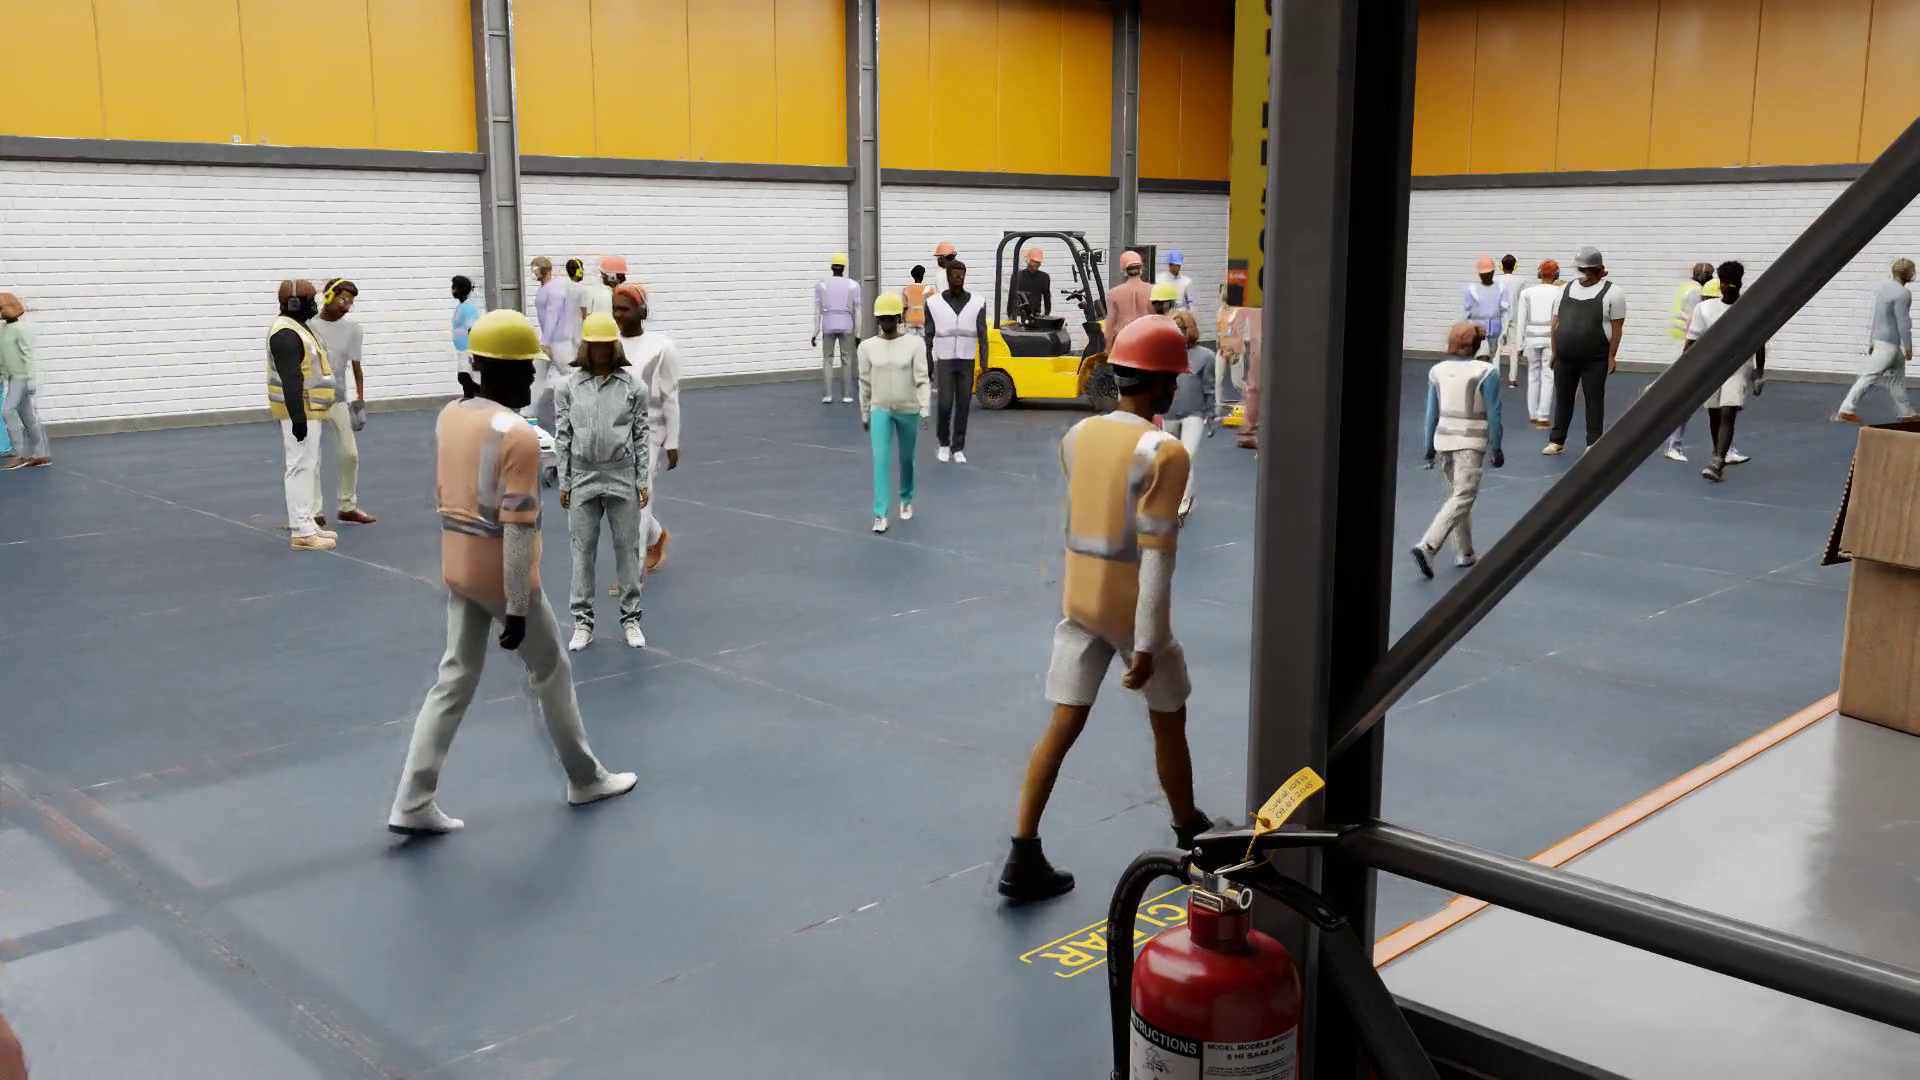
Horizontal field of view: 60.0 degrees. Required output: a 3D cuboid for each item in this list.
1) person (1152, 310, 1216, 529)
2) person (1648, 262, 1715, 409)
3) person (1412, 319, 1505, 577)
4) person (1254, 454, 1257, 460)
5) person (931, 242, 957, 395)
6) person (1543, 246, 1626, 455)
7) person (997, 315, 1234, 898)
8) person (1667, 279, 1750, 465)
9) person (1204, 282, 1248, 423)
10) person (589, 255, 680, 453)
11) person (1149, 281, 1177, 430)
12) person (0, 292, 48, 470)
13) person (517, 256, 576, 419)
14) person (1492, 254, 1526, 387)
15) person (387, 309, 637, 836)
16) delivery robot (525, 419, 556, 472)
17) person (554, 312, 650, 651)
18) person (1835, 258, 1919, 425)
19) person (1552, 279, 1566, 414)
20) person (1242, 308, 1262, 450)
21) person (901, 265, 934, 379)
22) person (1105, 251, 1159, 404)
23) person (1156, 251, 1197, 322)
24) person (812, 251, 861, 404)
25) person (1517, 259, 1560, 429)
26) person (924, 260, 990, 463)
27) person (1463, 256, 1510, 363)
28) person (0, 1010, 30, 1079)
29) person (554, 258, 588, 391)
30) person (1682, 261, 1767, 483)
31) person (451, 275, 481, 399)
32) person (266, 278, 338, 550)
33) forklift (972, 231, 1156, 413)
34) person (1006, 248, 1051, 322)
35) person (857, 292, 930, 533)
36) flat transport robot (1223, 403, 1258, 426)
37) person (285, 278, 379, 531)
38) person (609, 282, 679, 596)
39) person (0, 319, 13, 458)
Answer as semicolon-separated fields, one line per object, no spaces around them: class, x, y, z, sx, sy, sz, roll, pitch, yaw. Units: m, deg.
person;1.659;-0.916;12.366;0.511;1.596;0.836;5;11;24
person;8.860;-2.499;20.410;0.622;1.818;0.640;3;11;14
person;3.118;-0.581;10.483;0.784;1.610;0.509;-7;12;-32
person;3.090;-1.578;15.376;0.810;1.810;0.657;-3;11;-14
person;-0.194;-2.970;22.332;0.381;2.041;0.616;5;11;25
person;5.981;-1.808;16.002;0.673;2.000;0.536;9;14;40
person;0.510;0.222;5.396;0.990;1.890;0.552;-10;14;-42
person;7.009;-1.559;15.523;0.546;1.725;0.823;-4;11;-19
person;3.110;-2.128;18.914;0.703;1.614;0.521;-6;12;-30
person;-3.271;-1.760;16.018;1.045;1.933;0.641;-5;11;-23
person;1.829;-1.446;14.874;0.528;1.738;0.848;8;13;38
person;-8.676;-1.443;15.180;0.520;1.613;0.601;9;14;41
person;-4.599;-2.176;18.403;0.958;1.890;0.643;-7;12;-33
person;7.677;-3.078;23.409;0.535;1.864;0.309;2;11;10
person;-1.665;0.118;5.969;0.588;1.883;0.972;8;13;38
delivery robot;-3.681;-0.802;14.315;0.477;0.478;0.707;-5;12;-25
person;-1.836;-0.299;8.585;0.487;1.745;0.292;-2;11;-11
person;10.413;-2.214;18.671;1.033;1.887;0.650;2;11;12
person;7.131;-2.288;19.792;0.517;1.608;0.524;9;14;42
person;3.128;-1.771;16.293;0.948;1.855;0.669;10;14;43
person;-0.617;-3.232;24.726;0.532;1.694;0.320;4;11;21
person;1.807;-2.000;17.248;0.624;1.969;0.734;1;10;4
person;2.964;-3.030;23.000;0.639;1.905;0.898;-4;11;-19
person;-1.562;-2.689;21.122;0.604;1.927;0.374;-1;10;-5
person;6.505;-2.164;18.449;0.590;1.883;0.477;9;14;40
person;-0.029;-1.659;15.584;0.593;1.901;0.523;-2;11;-10
person;6.565;-2.602;20.805;0.540;1.875;1.014;0;10;-1
person;-1.090;0.950;1.528;0.680;1.878;0.903;2;11;12
person;-4.734;-2.519;20.394;0.539;1.855;0.580;9;14;41
person;6.667;-1.472;14.544;0.644;1.909;0.941;10;14;43
person;-5.556;-2.156;18.855;0.423;1.684;0.552;-6;12;-28
person;-4.485;-0.858;11.368;0.429;1.840;0.637;-3;11;-16
forklift;1.222;-2.721;20.561;2.313;2.155;1.214;2;11;13
person;1.007;-3.239;24.052;0.624;1.939;0.944;-4;11;-20
person;-0.482;-0.954;12.217;0.536;1.725;0.900;0;10;2
flat transport robot;3.523;-1.468;18.976;0.652;0.197;1.431;5;11;25
person;-4.634;-0.973;12.052;0.660;1.831;0.336;-4;11;-22
person;-1.964;-0.639;10.135;0.593;1.858;0.858;4;11;20
person;-9.359;-1.687;15.863;0.567;1.849;0.389;-1;10;-7
